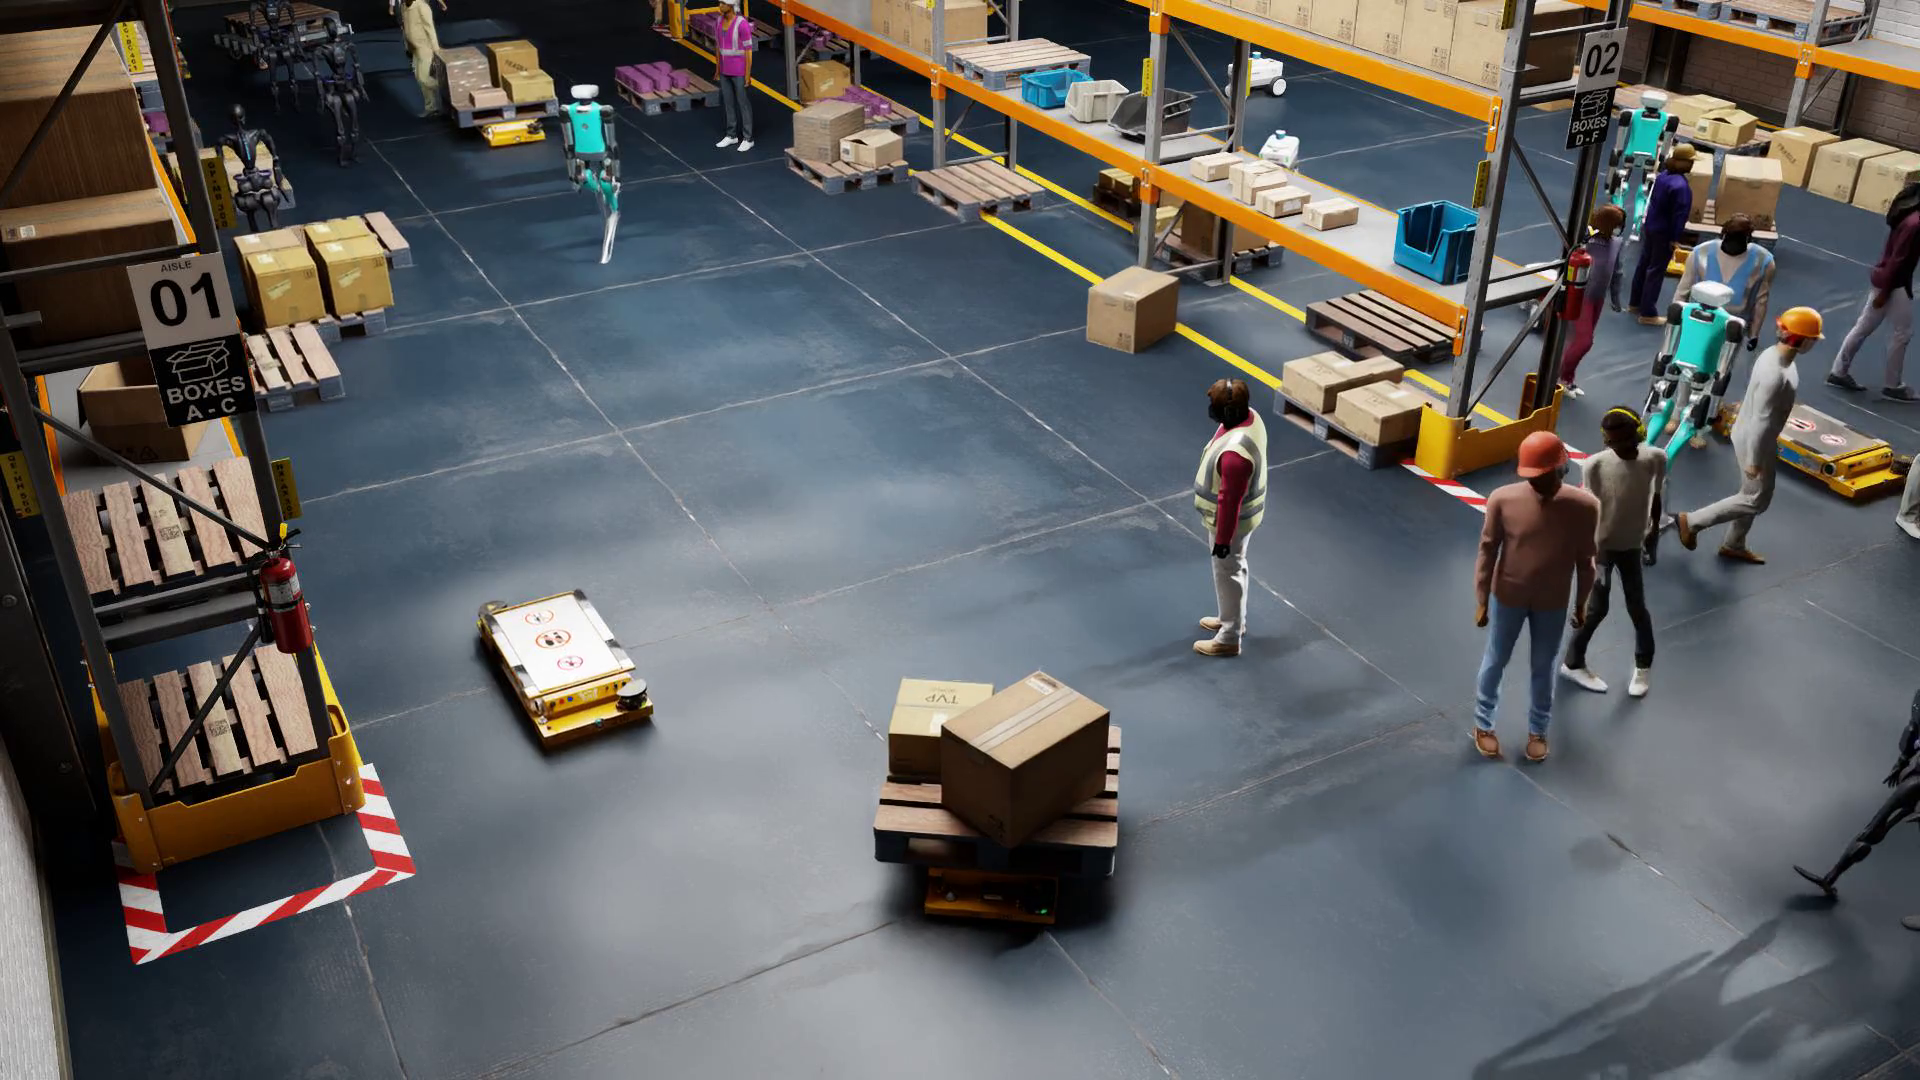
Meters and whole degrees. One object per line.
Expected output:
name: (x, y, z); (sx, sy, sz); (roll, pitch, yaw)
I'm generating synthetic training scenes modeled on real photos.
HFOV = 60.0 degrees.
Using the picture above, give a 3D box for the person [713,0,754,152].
person: (-2.638, -5.459, 19.326); (0.529, 1.846, 0.326); (19, 35, 30)

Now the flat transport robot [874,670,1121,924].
flat transport robot: (0.229, 1.473, 8.846); (0.659, 0.231, 1.431); (3, 30, 6)

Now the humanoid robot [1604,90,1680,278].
humanoid robot: (6.331, -3.252, 15.612); (0.574, 1.808, 0.726); (7, 31, 13)

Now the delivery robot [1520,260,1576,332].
delivery robot: (5.353, -2.219, 14.976); (0.499, 0.586, 0.773); (-2, 30, -4)

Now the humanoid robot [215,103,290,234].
humanoid robot: (-6.724, -3.332, 15.849); (0.603, 1.635, 0.772); (-16, 34, -26)

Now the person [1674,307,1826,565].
person: (5.221, -0.671, 10.975); (0.557, 1.866, 0.621); (14, 33, 23)

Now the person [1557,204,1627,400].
person: (5.103, -1.904, 13.360); (0.506, 1.619, 0.425); (-16, 34, -26)

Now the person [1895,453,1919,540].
person: (6.873, -0.921, 11.356); (0.586, 1.921, 0.386); (-14, 33, -23)

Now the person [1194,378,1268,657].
person: (1.624, -0.136, 10.091); (0.430, 1.830, 0.615); (8, 31, 13)

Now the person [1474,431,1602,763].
person: (3.143, 0.321, 9.152); (0.628, 1.976, 0.434); (5, 30, 9)

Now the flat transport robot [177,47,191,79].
flat transport robot: (-10.967, -6.510, 22.742); (0.659, 0.231, 1.431); (-15, 33, -25)

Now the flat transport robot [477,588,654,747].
flat transport robot: (-2.433, 0.731, 10.138); (0.659, 0.231, 1.431); (-16, 33, -25)

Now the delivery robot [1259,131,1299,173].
delivery robot: (3.542, -4.258, 18.515); (0.499, 0.576, 0.751); (10, 31, 16)

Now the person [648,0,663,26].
person: (-4.651, -8.694, 25.087); (0.593, 1.718, 0.691); (3, 30, 5)

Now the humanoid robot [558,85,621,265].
humanoid robot: (-3.515, -3.665, 16.342); (0.539, 1.787, 0.925); (2, 30, 3)

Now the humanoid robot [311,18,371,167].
humanoid robot: (-6.995, -5.063, 18.818); (0.612, 1.655, 0.313); (-26, 39, -38)

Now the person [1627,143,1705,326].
person: (6.280, -2.731, 14.801); (0.349, 1.621, 0.452); (0, 30, 0)

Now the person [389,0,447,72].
person: (-7.388, -7.290, 22.606); (0.763, 1.756, 0.455); (-14, 33, -23)

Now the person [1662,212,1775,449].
person: (5.720, -1.603, 12.633); (0.654, 1.827, 0.468); (15, 33, 25)

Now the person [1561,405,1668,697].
person: (3.907, 0.075, 9.724); (0.655, 1.820, 0.424); (-4, 30, -6)

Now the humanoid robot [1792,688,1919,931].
humanoid robot: (4.599, 1.170, 7.992); (0.752, 1.621, 0.617); (5, 30, 9)

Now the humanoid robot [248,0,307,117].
humanoid robot: (-8.455, -6.118, 20.633); (0.599, 1.657, 0.315); (-16, 33, -25)

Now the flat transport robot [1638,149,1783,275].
flat transport robot: (7.350, -2.912, 16.479); (0.659, 0.231, 1.431); (11, 32, 18)

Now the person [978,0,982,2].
person: (0.084, -6.799, 21.603); (0.412, 1.907, 0.643); (-14, 33, -23)

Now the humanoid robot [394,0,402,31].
humanoid robot: (-8.173, -8.203, 24.230); (0.551, 1.758, 0.969); (-11, 32, -19)

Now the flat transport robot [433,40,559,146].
flat transport robot: (-5.583, -5.110, 20.305); (0.659, 0.231, 1.431); (-14, 33, -23)

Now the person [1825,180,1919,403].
person: (7.593, -2.036, 13.321); (0.861, 1.897, 0.548); (14, 33, 22)

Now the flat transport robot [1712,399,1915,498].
flat transport robot: (6.471, -0.757, 12.728); (0.659, 0.231, 1.431); (-14, 33, -22)

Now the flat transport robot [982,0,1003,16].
flat transport robot: (-0.113, -8.383, 26.003); (1.431, 0.231, 0.659); (10, 31, 17)

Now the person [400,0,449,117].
person: (-6.629, -6.090, 20.542); (0.490, 1.727, 0.598); (-23, 37, -34)

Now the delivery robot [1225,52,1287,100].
delivery robot: (3.834, -6.046, 21.620); (0.739, 0.566, 0.499); (-16, 33, -25)

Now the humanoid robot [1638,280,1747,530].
humanoid robot: (4.873, -0.864, 11.431); (0.700, 1.777, 0.541); (-23, 37, -34)

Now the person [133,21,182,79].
person: (-10.659, -6.901, 21.793); (0.799, 1.909, 0.649); (10, 31, 17)
